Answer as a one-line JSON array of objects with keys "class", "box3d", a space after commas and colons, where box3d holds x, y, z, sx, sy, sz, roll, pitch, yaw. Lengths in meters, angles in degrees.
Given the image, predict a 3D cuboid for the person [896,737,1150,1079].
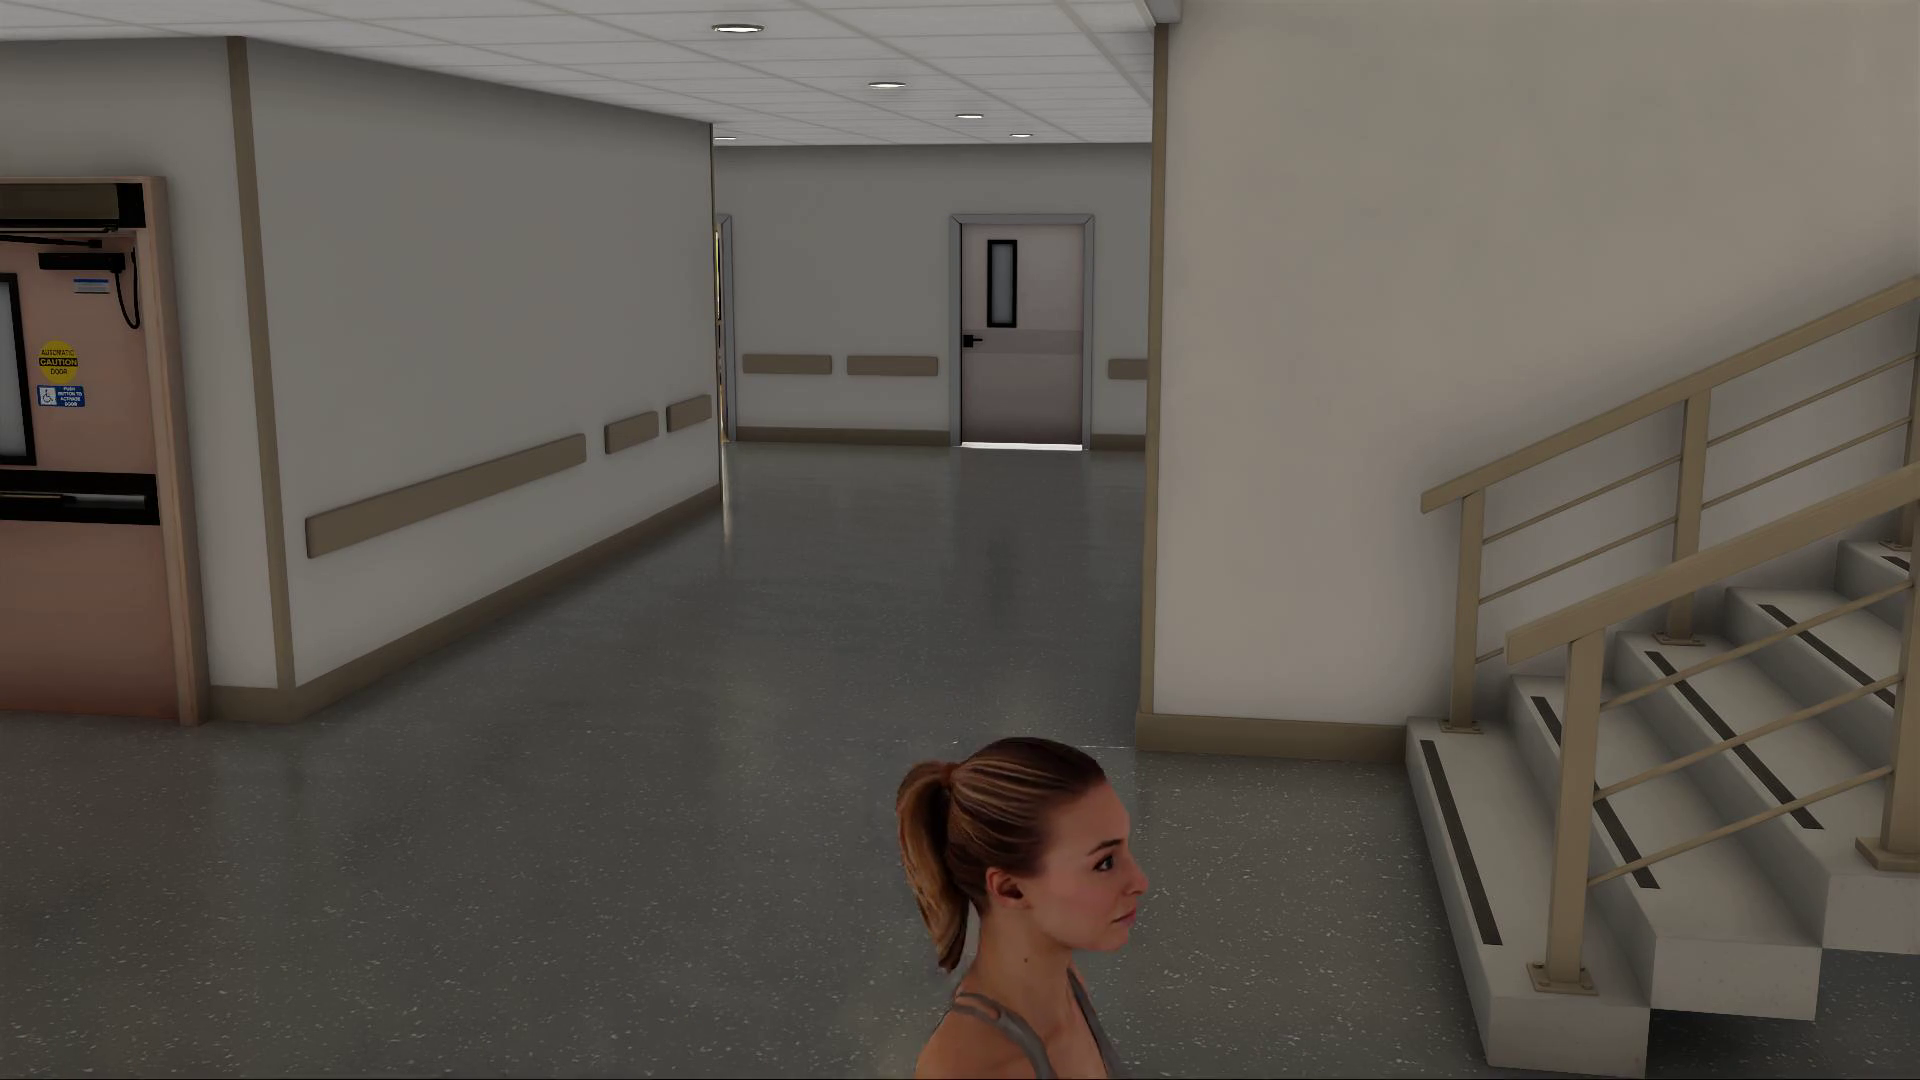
[{"class": "person", "box3d": [-0.027, 1.032, 1.892, 0.817, 1.686, 0.657, 3, 11, 17]}]
